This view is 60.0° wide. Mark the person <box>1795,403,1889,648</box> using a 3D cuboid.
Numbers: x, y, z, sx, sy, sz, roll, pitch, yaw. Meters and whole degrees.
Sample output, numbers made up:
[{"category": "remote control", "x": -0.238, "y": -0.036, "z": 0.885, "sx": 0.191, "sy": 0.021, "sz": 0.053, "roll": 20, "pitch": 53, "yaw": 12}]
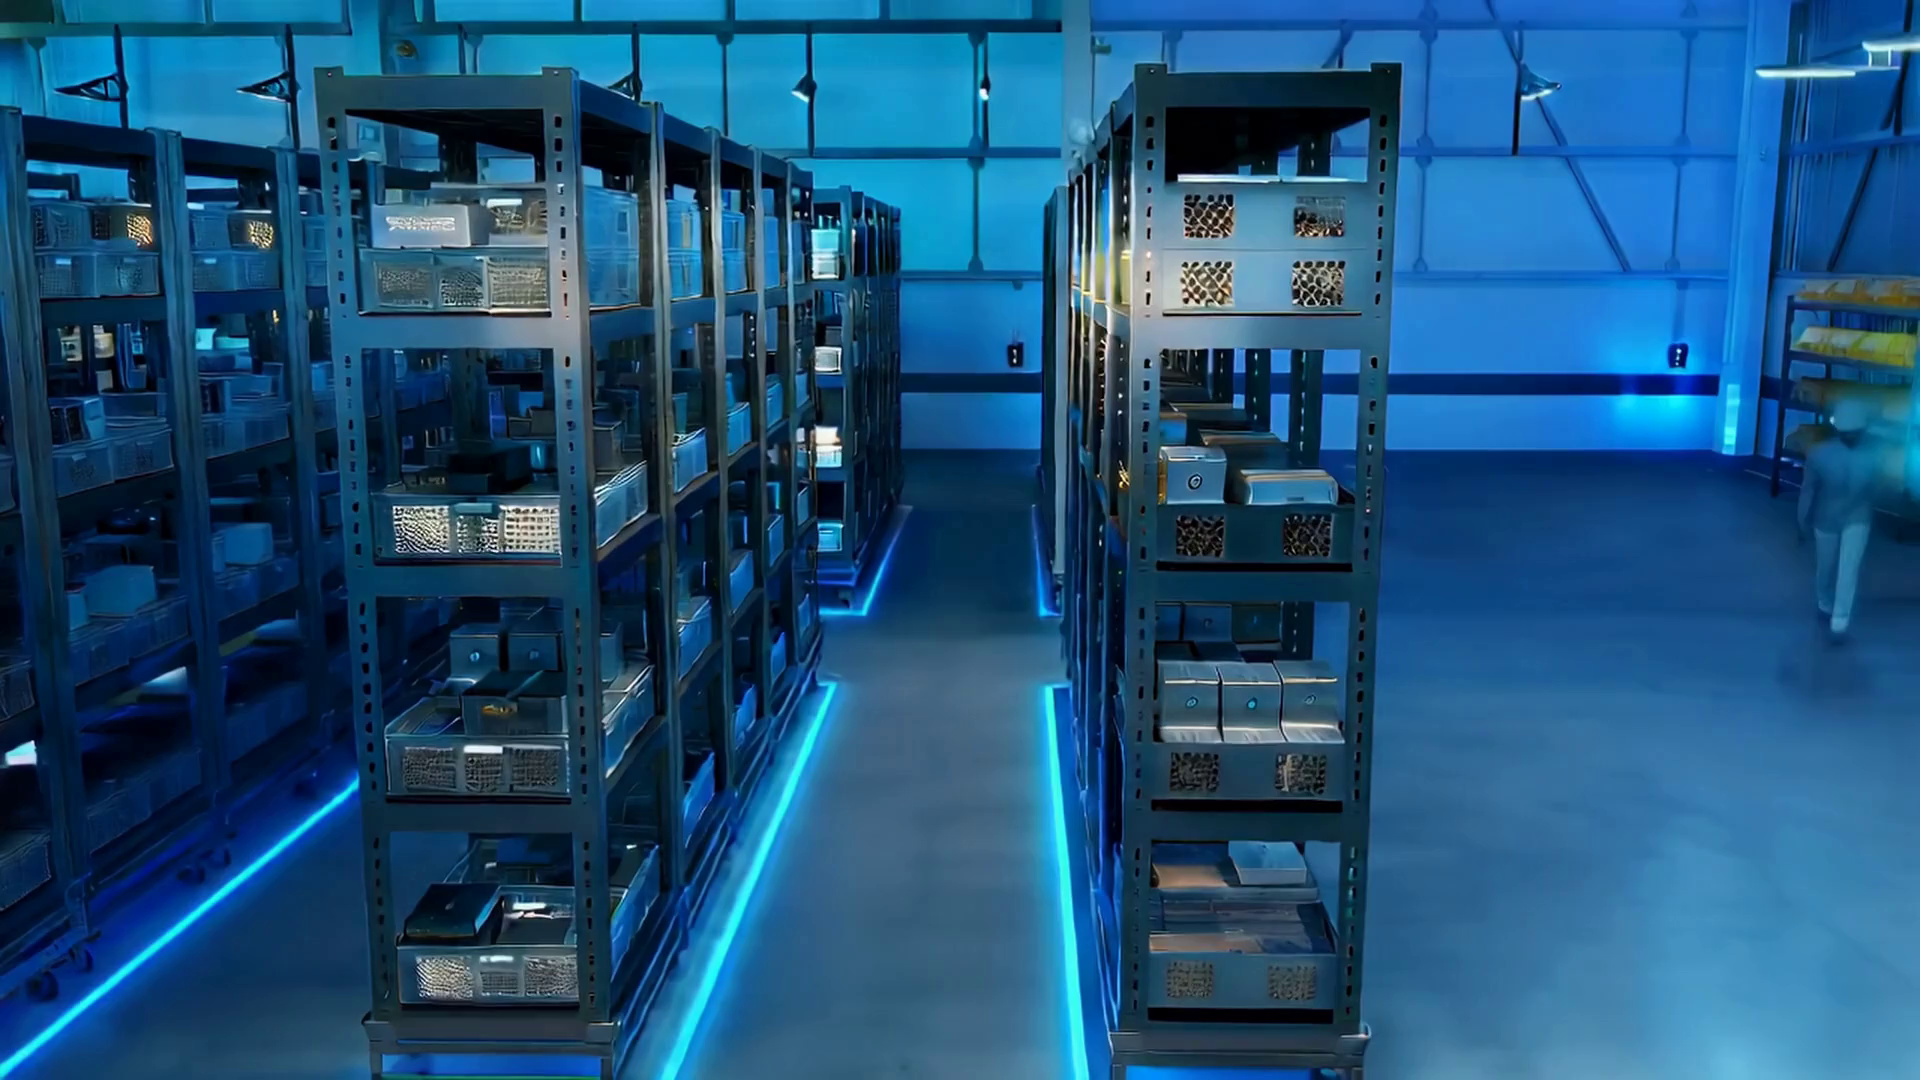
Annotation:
[{"category": "person", "x": 6.997, "y": -0.164, "z": 13.256, "sx": 0.625, "sy": 1.916, "sz": 1.082, "roll": 4, "pitch": 11, "yaw": 24}]
